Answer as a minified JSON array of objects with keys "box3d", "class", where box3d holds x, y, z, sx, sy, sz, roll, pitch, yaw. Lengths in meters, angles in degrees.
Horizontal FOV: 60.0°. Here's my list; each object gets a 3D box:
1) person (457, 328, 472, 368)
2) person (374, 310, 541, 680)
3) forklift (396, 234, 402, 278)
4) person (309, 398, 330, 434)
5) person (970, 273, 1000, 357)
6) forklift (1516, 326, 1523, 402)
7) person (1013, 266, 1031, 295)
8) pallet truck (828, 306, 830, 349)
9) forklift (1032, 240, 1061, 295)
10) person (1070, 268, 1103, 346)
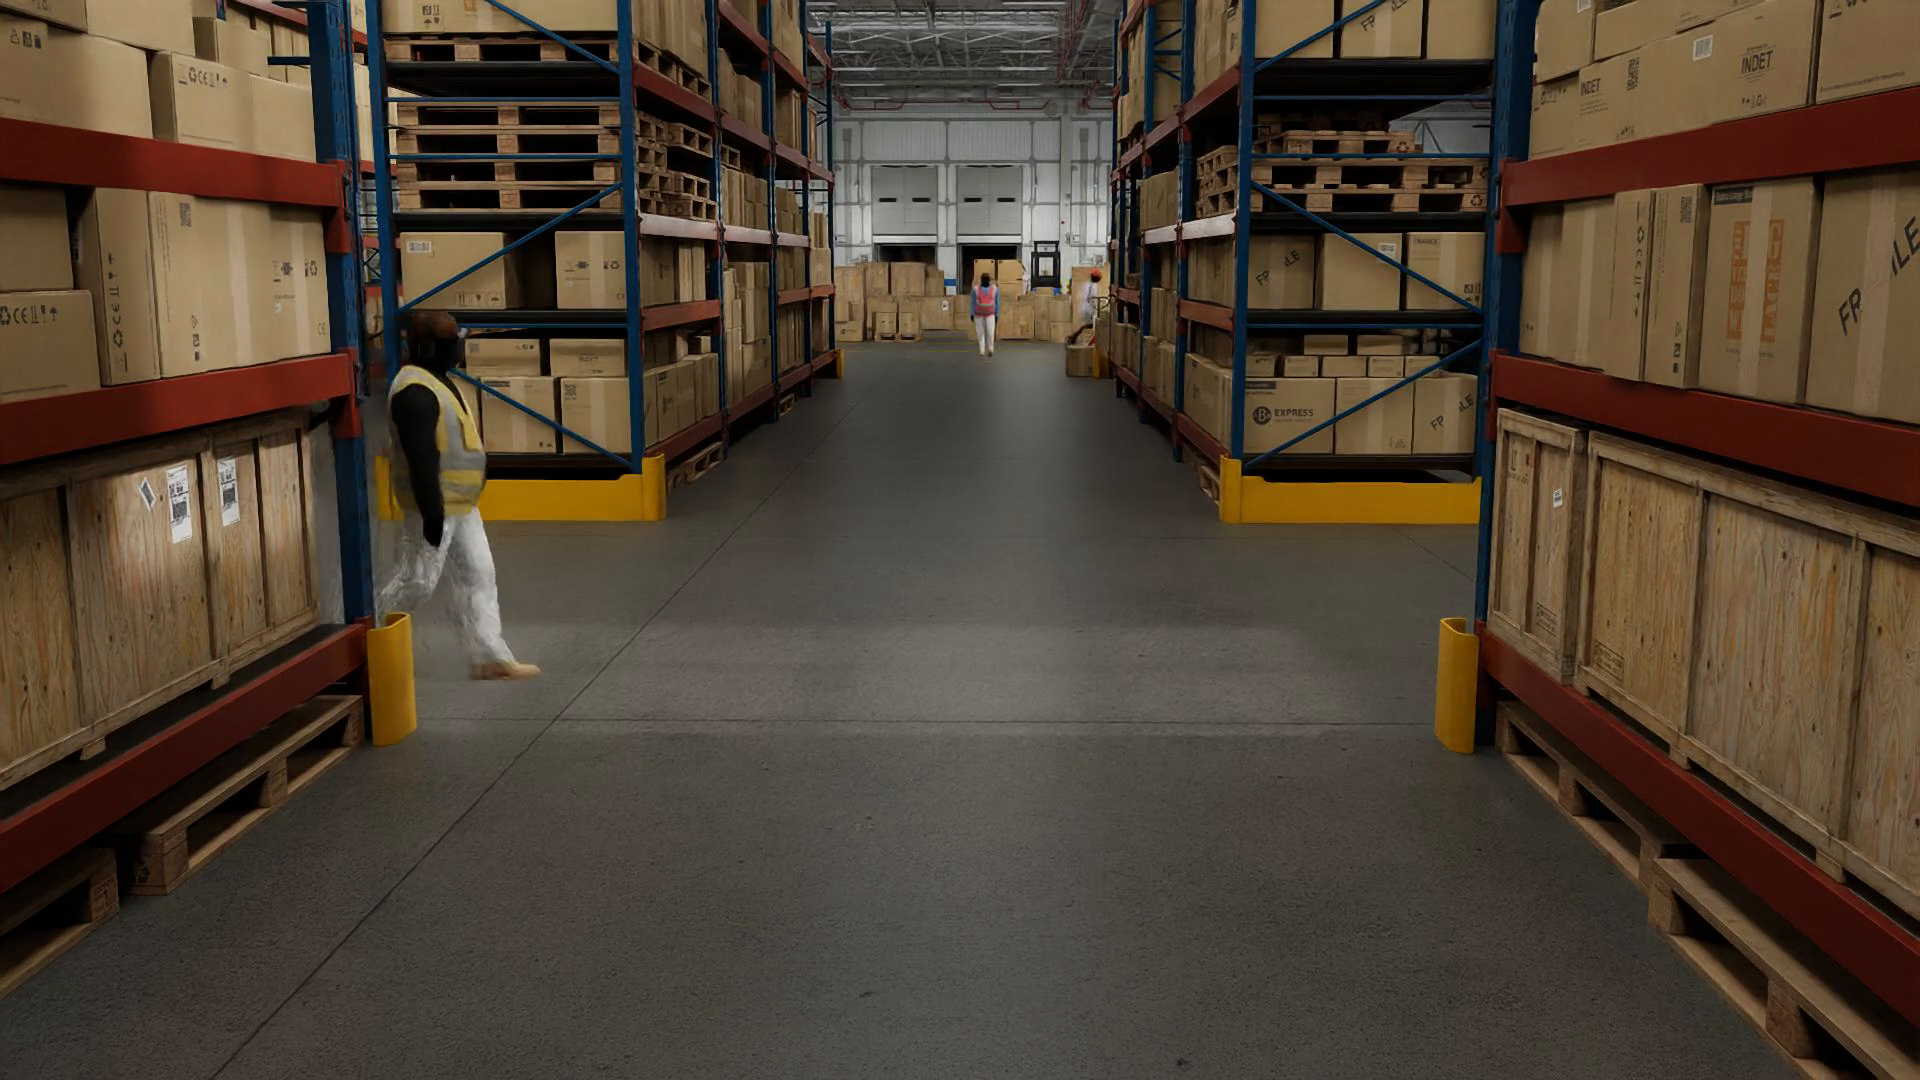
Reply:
[{"box3d":[-7.900,-3.254,26.027,0.559,1.895,0.976,0,9,-2],"class":"person"},{"box3d":[-2.534,-0.183,7.888,0.900,1.808,0.634,-1,9,-3],"class":"person"},{"box3d":[-13.086,-6.122,40.234,1.129,2.768,1.873,0,9,1],"class":"forklift"},{"box3d":[-6.314,-1.550,16.441,0.542,1.686,0.596,5,11,27],"class":"person"},{"box3d":[0.535,-4.829,35.765,0.628,1.792,0.975,0,9,1],"class":"person"},{"box3d":[7.550,-3.354,23.651,1.873,2.768,1.129,0,9,1],"class":"forklift"},{"box3d":[2.092,-8.348,56.386,0.635,1.936,0.353,-3,10,-18],"class":"person"},{"box3d":[-3.100,-3.940,29.800,1.885,1.965,0.823,3,10,19],"class":"pallet truck"},{"box3d":[3.172,-9.648,61.356,1.129,2.768,1.873,0,9,1],"class":"forklift"},{"box3d":[2.927,-5.277,38.110,0.707,1.895,0.612,-4,10,-20],"class":"person"}]
